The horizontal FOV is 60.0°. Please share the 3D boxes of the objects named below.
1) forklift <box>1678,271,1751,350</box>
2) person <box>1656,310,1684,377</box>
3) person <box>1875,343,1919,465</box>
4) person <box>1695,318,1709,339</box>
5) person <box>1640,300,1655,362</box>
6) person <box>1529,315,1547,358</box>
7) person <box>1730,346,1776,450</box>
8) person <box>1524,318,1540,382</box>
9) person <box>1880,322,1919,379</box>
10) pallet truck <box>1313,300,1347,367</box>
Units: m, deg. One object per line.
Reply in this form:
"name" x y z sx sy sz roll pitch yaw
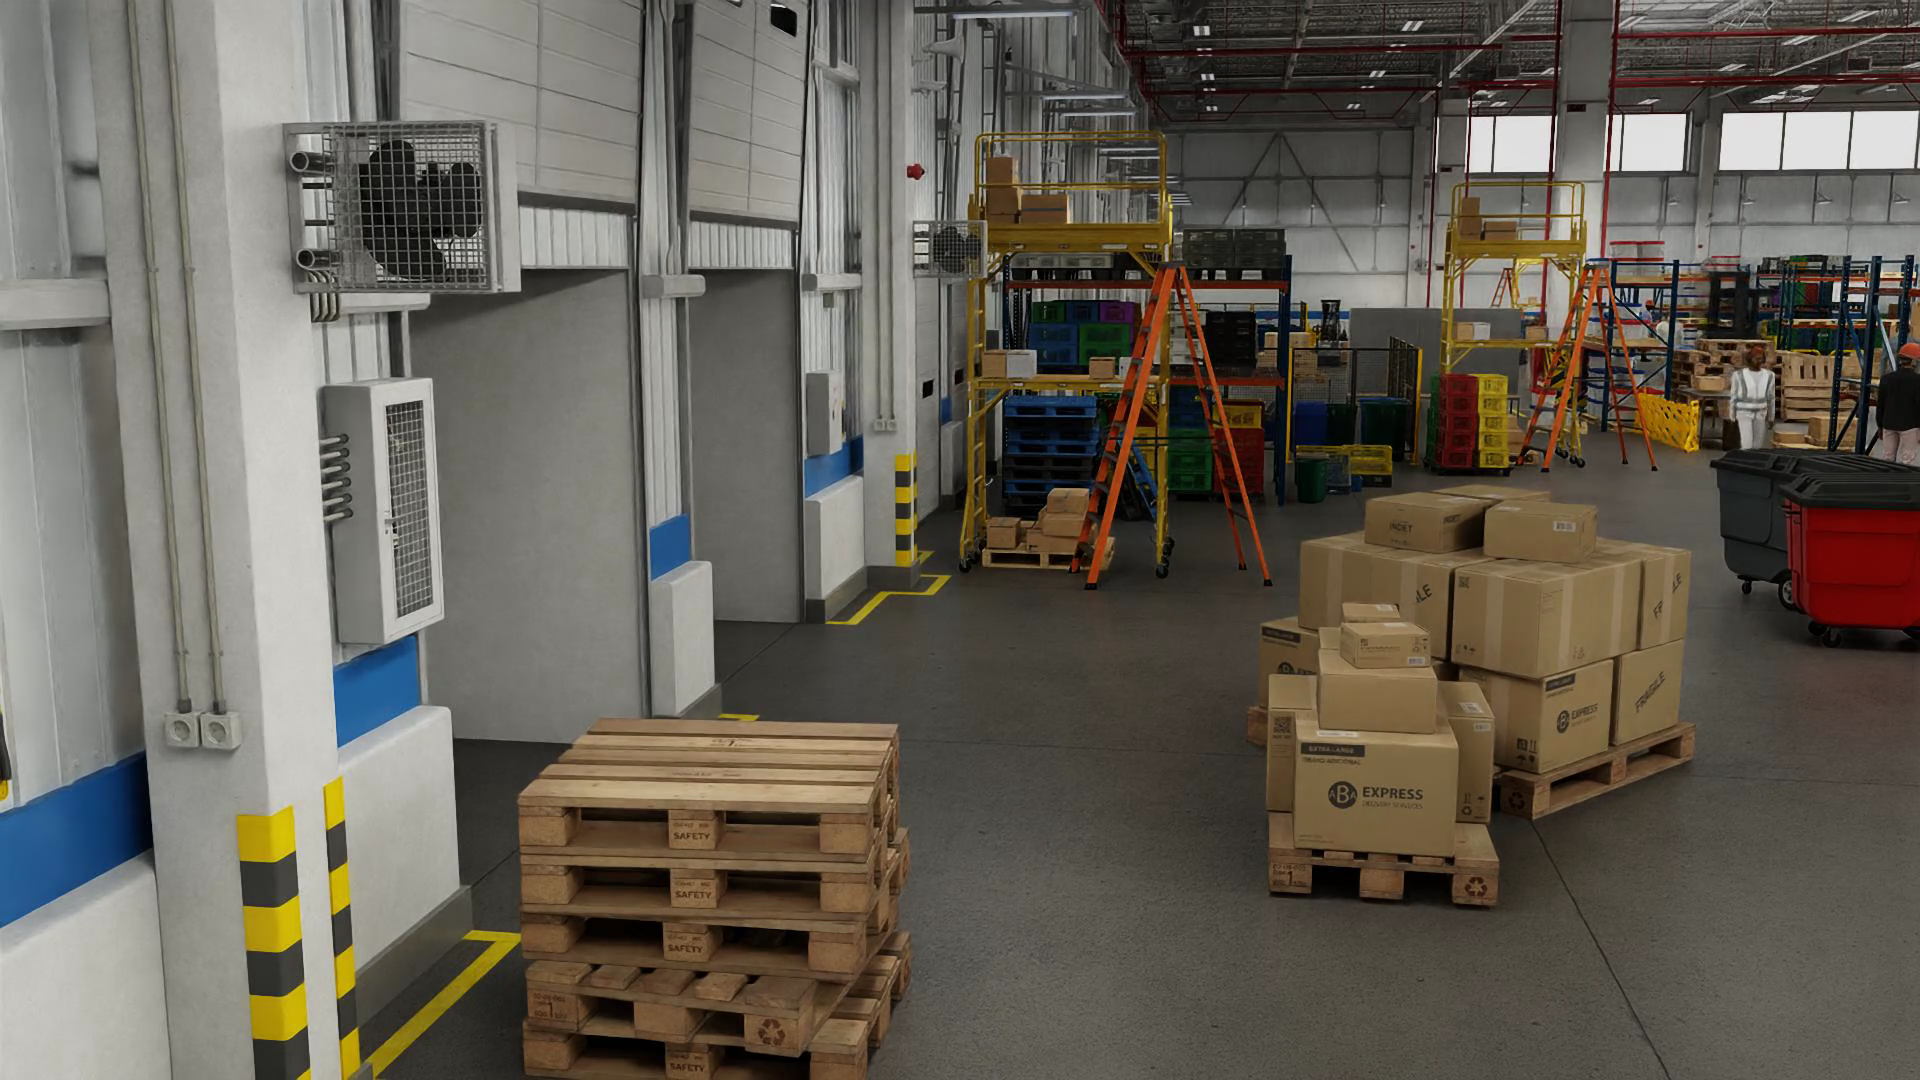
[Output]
"forklift" 17.710 -4.819 38.485 1.873 2.768 1.129 -4 10 -21
"person" 17.179 -4.622 40.284 0.666 1.905 0.534 3 10 15
"person" 11.237 -1.350 19.816 0.389 1.992 0.625 -5 10 -27
"person" 17.334 -4.322 38.918 0.317 1.743 0.488 5 10 28
"person" 21.474 -6.531 51.944 0.355 1.939 0.544 5 11 30
"person" 13.785 -4.418 39.327 0.667 1.809 0.474 7 11 36
"person" 10.504 -1.654 22.113 0.585 1.864 0.745 0 9 3
"person" 14.649 -4.849 42.531 0.519 1.627 0.320 -8 12 -41
"person" 17.106 -3.020 30.292 0.633 1.936 0.355 5 10 28
"pallet truck" 11.159 -6.200 49.718 0.823 1.965 1.885 4 10 26
